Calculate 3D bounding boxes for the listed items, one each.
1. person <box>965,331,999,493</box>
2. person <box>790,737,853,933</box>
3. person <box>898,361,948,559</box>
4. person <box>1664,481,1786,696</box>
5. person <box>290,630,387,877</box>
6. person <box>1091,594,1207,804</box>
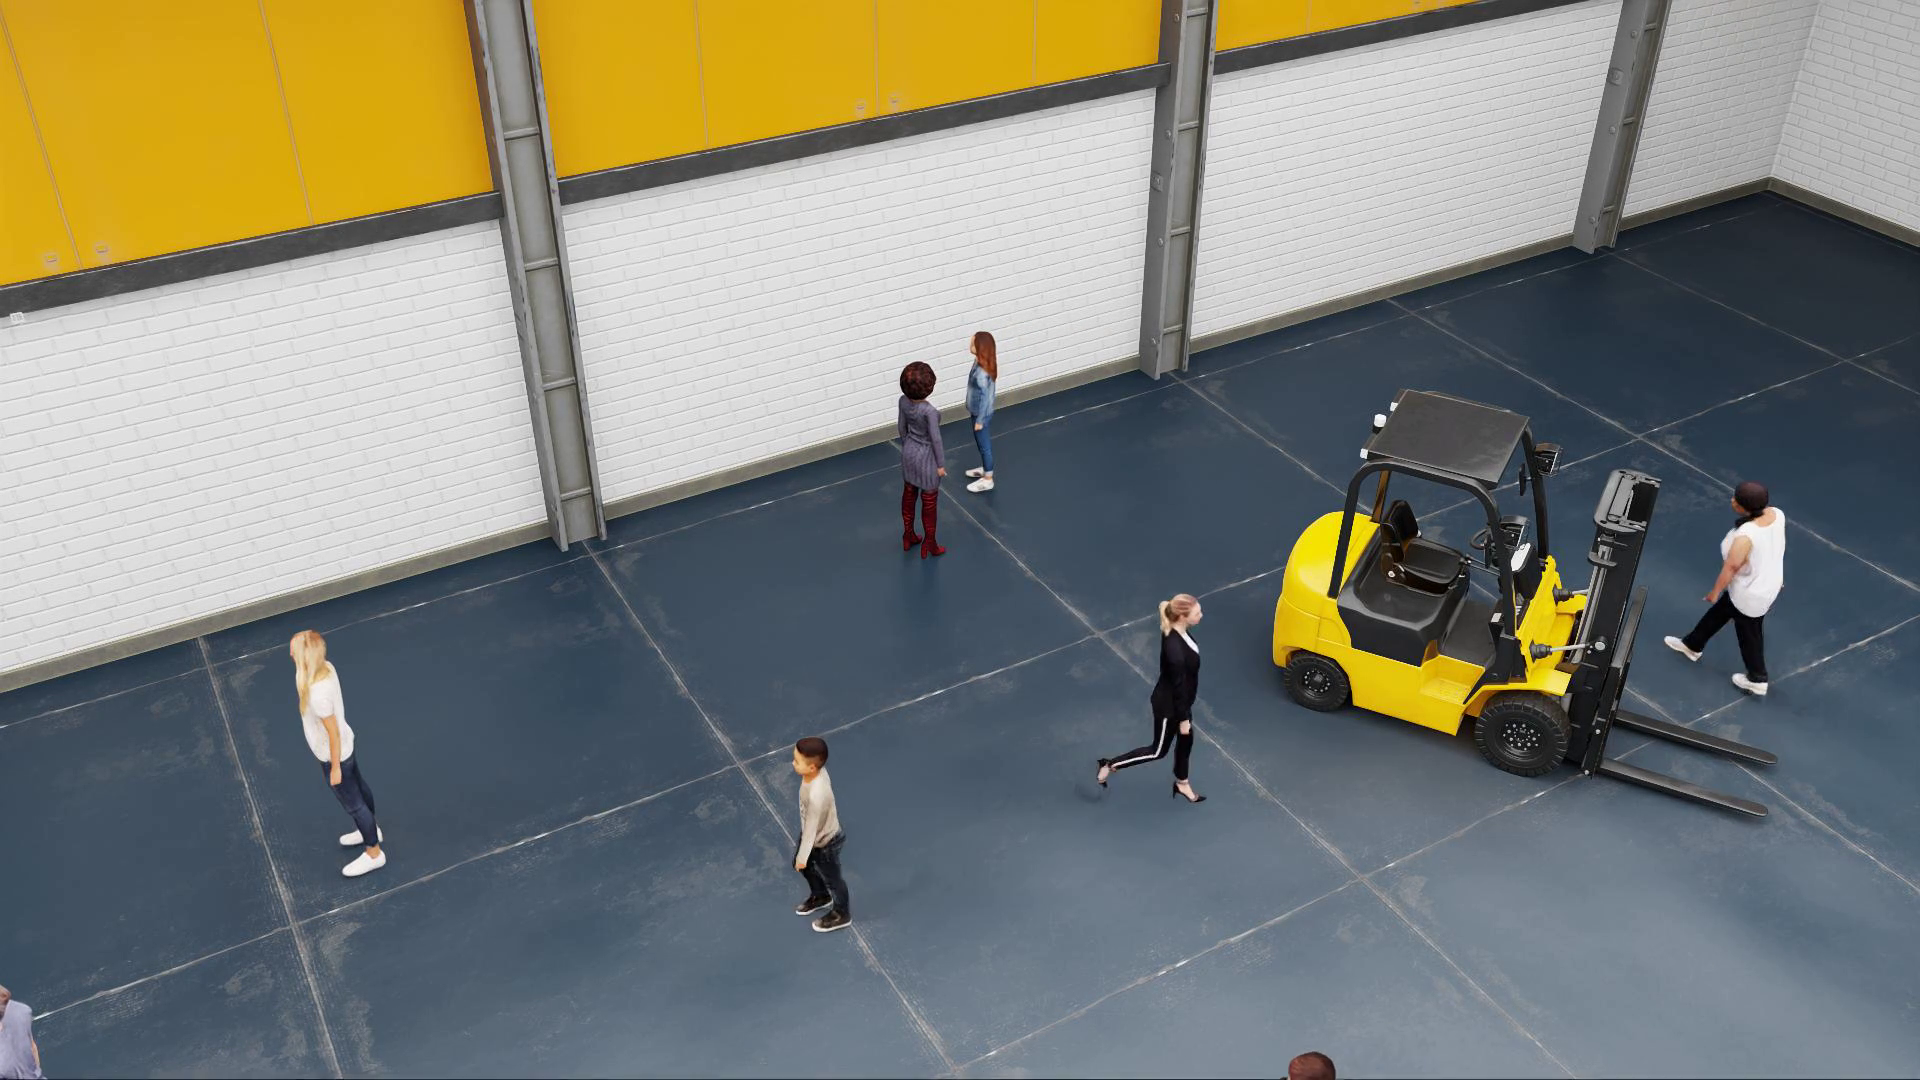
[{"bbox_3d":[0.190,-1.112,14.218,0.644,1.476,0.635,0,34,-1],"label":"person"},{"bbox_3d":[-0.756,1.748,9.937,0.630,1.453,0.616,-11,35,-16],"label":"person"},{"bbox_3d":[-0.317,-0.639,13.295,0.643,1.711,0.609,28,43,35],"label":"person"},{"bbox_3d":[5.683,0.364,11.856,1.044,1.635,0.900,-23,40,-31],"label":"person"},{"bbox_3d":[-3.846,1.300,10.290,0.558,1.808,0.644,-11,35,-16],"label":"person"},{"bbox_3d":[1.269,1.074,10.747,1.084,1.678,0.983,5,34,8],"label":"person"}]
